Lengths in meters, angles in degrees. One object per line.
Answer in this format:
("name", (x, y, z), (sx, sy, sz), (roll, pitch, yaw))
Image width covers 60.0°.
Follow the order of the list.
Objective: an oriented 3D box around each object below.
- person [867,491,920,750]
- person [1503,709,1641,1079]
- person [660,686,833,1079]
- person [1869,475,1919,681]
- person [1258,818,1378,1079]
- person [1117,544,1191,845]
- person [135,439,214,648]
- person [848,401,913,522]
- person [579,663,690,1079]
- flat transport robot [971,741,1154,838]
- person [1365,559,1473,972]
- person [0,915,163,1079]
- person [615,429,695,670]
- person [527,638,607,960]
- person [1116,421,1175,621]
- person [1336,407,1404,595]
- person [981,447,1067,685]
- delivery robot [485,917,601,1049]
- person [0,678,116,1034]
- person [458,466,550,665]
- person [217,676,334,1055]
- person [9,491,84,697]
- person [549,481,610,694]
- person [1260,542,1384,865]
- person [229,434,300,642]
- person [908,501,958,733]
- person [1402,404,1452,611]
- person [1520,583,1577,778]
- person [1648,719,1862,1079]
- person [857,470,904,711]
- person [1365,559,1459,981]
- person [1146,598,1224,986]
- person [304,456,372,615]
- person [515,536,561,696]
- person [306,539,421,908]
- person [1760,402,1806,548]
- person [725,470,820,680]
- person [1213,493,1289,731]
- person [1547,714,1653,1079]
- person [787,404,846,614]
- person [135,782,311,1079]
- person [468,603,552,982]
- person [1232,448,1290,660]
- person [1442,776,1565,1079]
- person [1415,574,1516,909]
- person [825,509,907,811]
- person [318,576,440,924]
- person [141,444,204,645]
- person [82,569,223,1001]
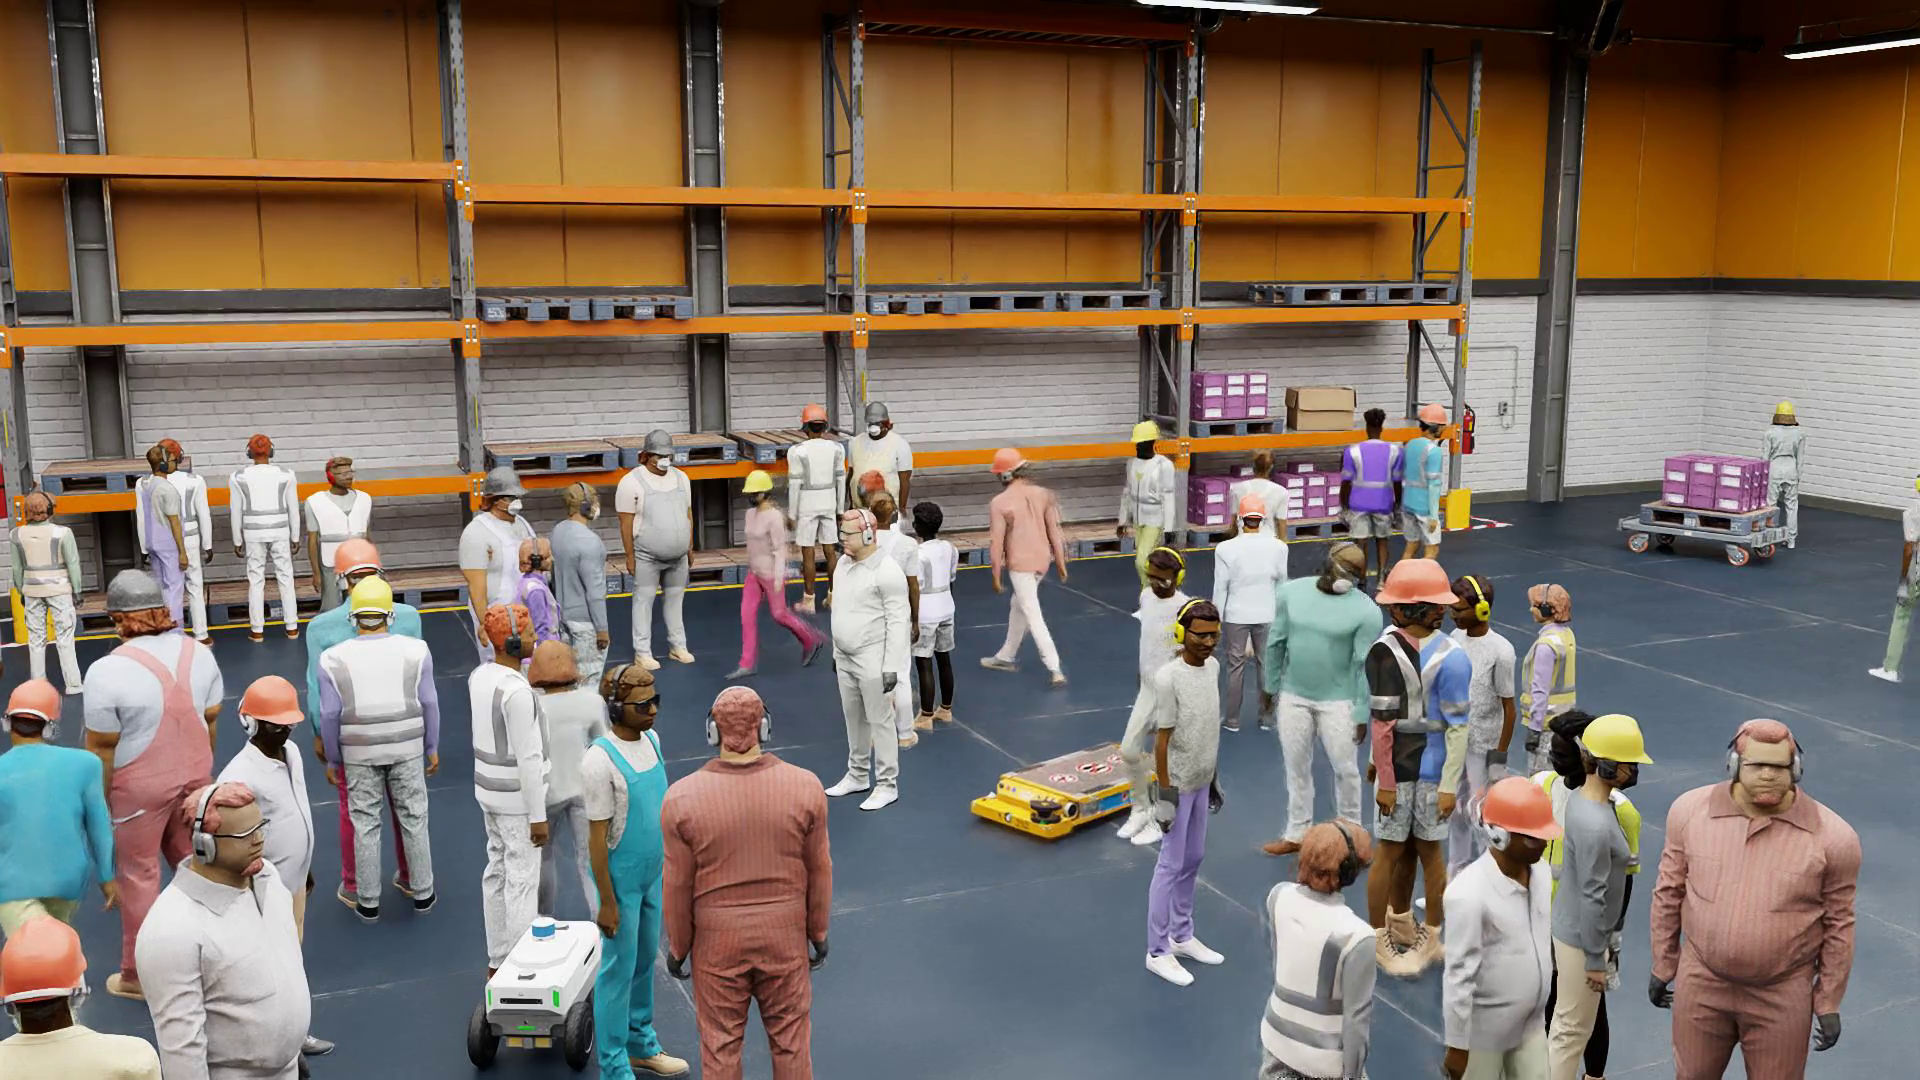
("person", (-0.531, 0.569, 11.695), (0.505, 1.847, 0.349), (1, 10, 5))
("person", (2.460, 1.507, 6.720), (0.315, 1.695, 0.541), (-6, 12, -31))
("person", (-0.801, 1.482, 6.282), (0.638, 1.903, 0.406), (-2, 10, -13))
("person", (7.728, 0.316, 13.255), (0.553, 1.822, 0.957), (-1, 10, -6))
("person", (1.284, 1.726, 5.695), (0.773, 1.604, 0.524), (-7, 12, -33))
("person", (1.132, 0.919, 9.721), (0.481, 1.838, 0.566), (-8, 12, -37))
("person", (-6.865, 0.050, 14.571), (0.585, 1.883, 0.340), (-3, 10, -19))
("person", (-0.841, -0.397, 16.699), (0.683, 2.000, 0.537), (4, 11, 22))
("person", (-1.348, 1.408, 6.863), (0.339, 1.845, 0.514), (3, 10, 16))
("flat transport robot", (0.803, 1.556, 10.543), (1.431, 0.197, 0.652), (-9, 14, -43))
("person", (2.195, 1.095, 8.114), (0.395, 2.039, 0.607), (-4, 11, -23))
("person", (-2.407, 1.860, 4.510), (0.563, 1.755, 0.320), (-3, 10, -17))
("person", (-2.518, 0.067, 14.026), (0.681, 2.000, 0.535), (-8, 13, -39))
("person", (-1.967, 1.284, 8.321), (0.520, 1.589, 0.854), (-6, 12, -32))
("person", (1.744, -0.176, 15.817), (0.549, 1.905, 0.609), (-6, 12, -32))
("person", (4.121, -0.359, 16.723), (0.630, 1.951, 0.408), (1, 10, 4))
("person", (0.571, 0.205, 13.600), (0.657, 1.928, 0.988), (-9, 14, -43))
("delivery robot", (-1.838, 1.918, 7.372), (0.477, 0.478, 0.707), (0, 10, 2))
("person", (-3.988, 1.448, 7.085), (0.928, 1.686, 0.667), (9, 14, 43))
("person", (-3.109, 0.494, 11.564), (0.536, 2.000, 0.676), (3, 10, 18))
("person", (-2.884, 1.424, 7.040), (0.336, 1.747, 0.572), (0, 10, 2))
("person", (-7.167, 0.431, 13.084), (0.514, 1.641, 0.307), (0, 10, -3))
("person", (-2.605, 0.558, 11.499), (0.372, 1.938, 0.627), (-8, 13, -39))
("person", (2.078, 0.927, 9.509), (0.716, 1.899, 0.375), (7, 12, 34))
("person", (-6.257, -0.019, 15.014), (0.573, 1.876, 0.355), (-4, 11, -24))
("person", (-0.224, 0.561, 12.171), (0.318, 1.697, 0.536), (7, 12, 36))
("person", (4.559, -0.320, 16.293), (0.406, 2.032, 0.622), (-3, 10, -16))
("person", (3.362, 1.053, 9.528), (0.315, 1.631, 0.523), (6, 11, 31))
("person", (2.751, 1.554, 5.841), (0.653, 1.907, 0.408), (7, 12, 35))
("person", (-0.613, 0.400, 12.674), (0.554, 1.844, 0.611), (8, 13, 39))
("person", (2.207, 1.096, 8.093), (0.372, 2.044, 0.608), (9, 13, 42))
("person", (1.113, 1.194, 8.048), (0.317, 1.863, 0.523), (8, 13, 38))
("person", (-5.071, 0.228, 13.647), (0.394, 1.850, 0.563), (8, 13, 40))
("person", (-2.791, 0.793, 10.995), (0.313, 1.642, 0.513), (-4, 11, -22))
("person", (-3.179, 0.978, 8.942), (0.618, 1.987, 0.404), (-6, 11, -29))
("person", (9.746, -0.773, 19.757), (0.483, 1.735, 0.342), (1, 10, 7))
("person", (-1.556, 0.267, 13.760), (0.815, 1.738, 0.532), (-9, 13, -41))
("person", (2.116, 0.530, 12.185), (0.562, 1.752, 0.324), (-1, 10, -8))
("person", (2.447, 1.529, 6.428), (0.338, 1.761, 0.525), (3, 10, 18))
("person", (-1.407, -0.301, 16.141), (0.615, 2.043, 0.373), (-6, 12, -32))
("person", (-2.218, 1.672, 5.168), (0.409, 1.909, 0.642), (1, 10, 4))
("person", (-2.087, 1.224, 7.817), (0.356, 1.883, 0.572), (-8, 13, -38))
("person", (2.610, 0.110, 14.435), (0.538, 1.819, 0.751), (5, 11, 25))
("person", (1.848, 1.642, 5.869), (0.566, 1.726, 0.746), (-7, 12, -37))
("person", (2.643, 1.091, 8.638), (0.327, 1.863, 0.533), (-4, 10, -20))
("person", (-0.620, 0.746, 10.503), (0.402, 1.906, 0.652), (-8, 13, -39))
("person", (-3.025, 1.093, 8.711), (0.586, 1.835, 0.403), (-4, 11, -21))
("person", (-6.886, 0.088, 14.471), (0.508, 1.846, 0.345), (7, 12, 36))
("person", (-3.871, 1.128, 7.913), (0.535, 2.000, 0.686), (4, 11, 23))
